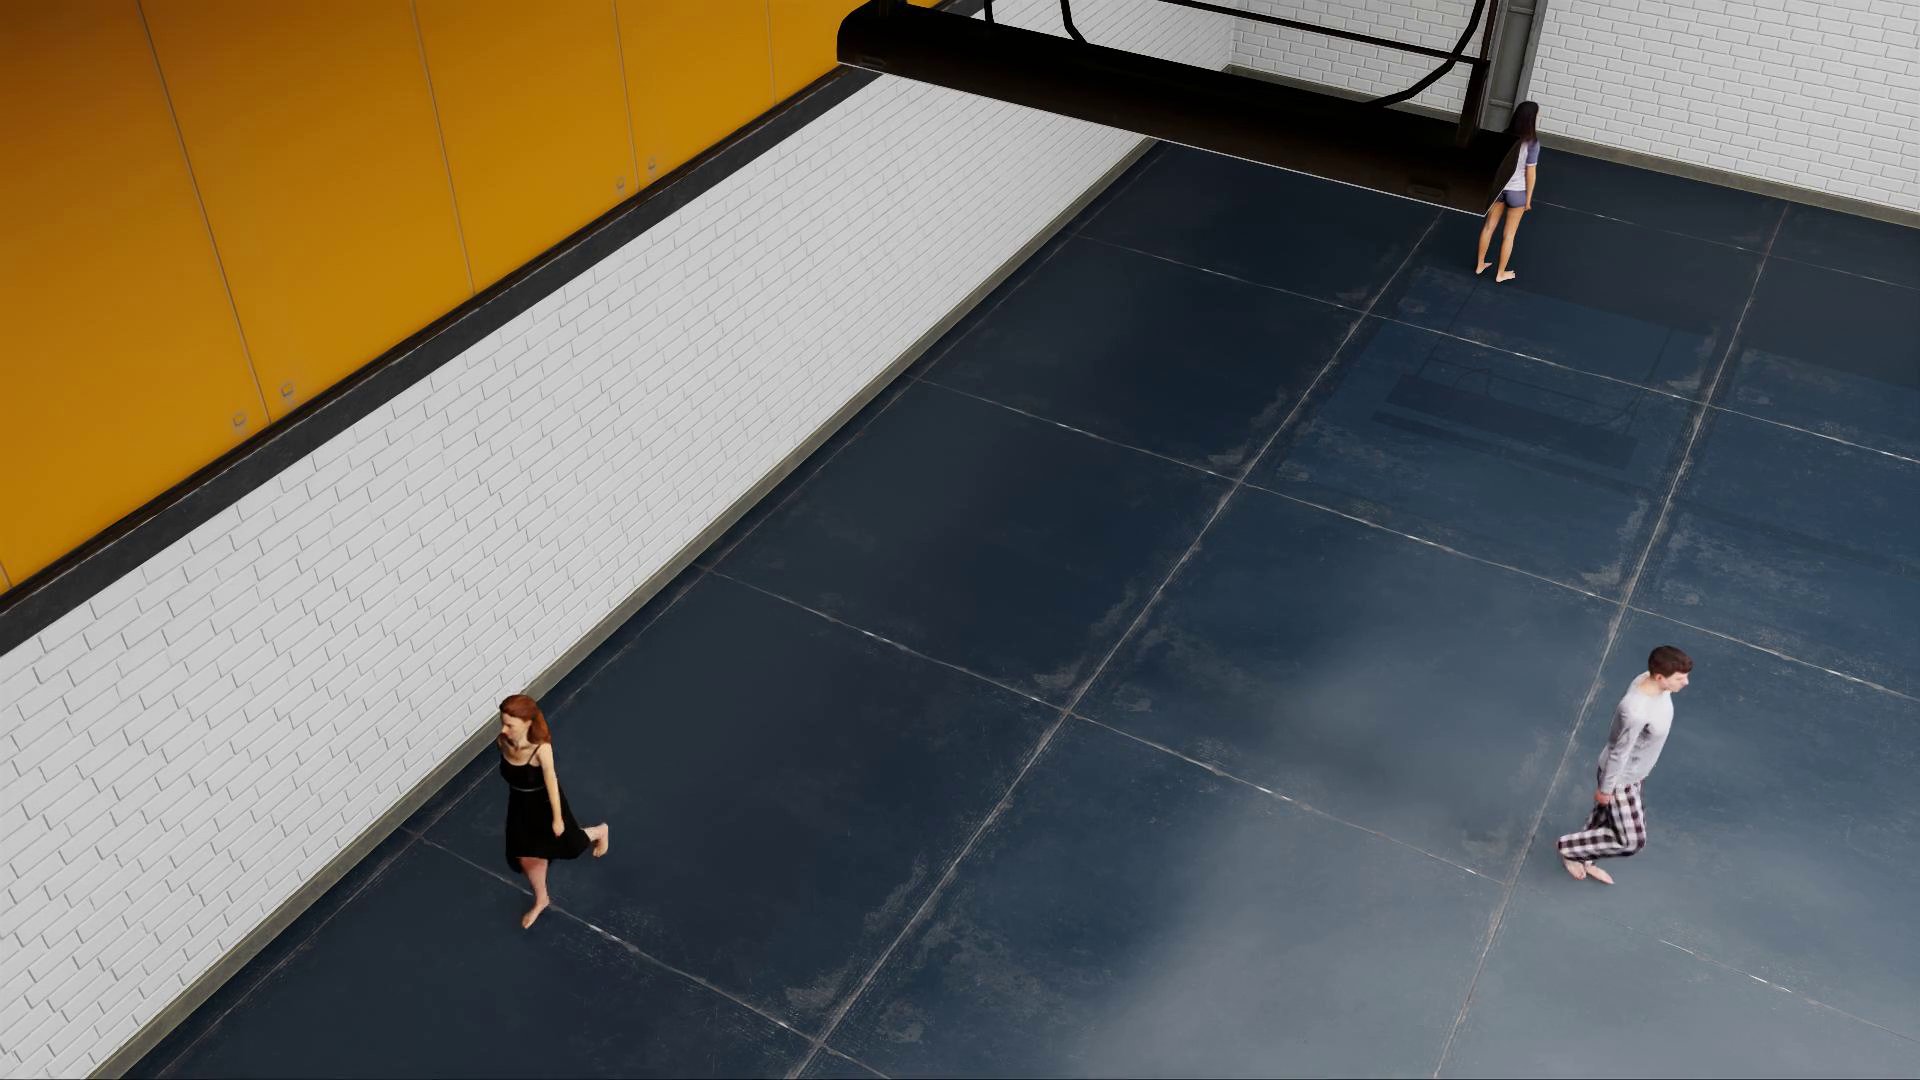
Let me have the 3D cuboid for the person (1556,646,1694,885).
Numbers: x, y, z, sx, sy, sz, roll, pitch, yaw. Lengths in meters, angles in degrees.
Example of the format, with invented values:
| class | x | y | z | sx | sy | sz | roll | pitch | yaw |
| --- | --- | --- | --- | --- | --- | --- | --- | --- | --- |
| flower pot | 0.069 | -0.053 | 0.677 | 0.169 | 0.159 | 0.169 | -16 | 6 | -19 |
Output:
| class | x | y | z | sx | sy | sz | roll | pitch | yaw |
| --- | --- | --- | --- | --- | --- | --- | --- | --- | --- |
| person | 3.741 | 1.279 | 9.575 | 0.713 | 1.837 | 0.665 | 25 | 45 | 28 |

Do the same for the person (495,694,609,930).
| class | x | y | z | sx | sy | sz | roll | pitch | yaw |
| --- | --- | --- | --- | --- | --- | --- | --- | --- | --- |
| person | -2.351 | 1.469 | 9.522 | 0.893 | 1.606 | 0.650 | 18 | 42 | 21 |

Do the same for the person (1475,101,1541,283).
| class | x | y | z | sx | sy | sz | roll | pitch | yaw |
| --- | --- | --- | --- | --- | --- | --- | --- | --- | --- |
| person | 5.051 | -3.212 | 15.281 | 0.703 | 1.733 | 0.542 | -29 | 47 | -31 |
